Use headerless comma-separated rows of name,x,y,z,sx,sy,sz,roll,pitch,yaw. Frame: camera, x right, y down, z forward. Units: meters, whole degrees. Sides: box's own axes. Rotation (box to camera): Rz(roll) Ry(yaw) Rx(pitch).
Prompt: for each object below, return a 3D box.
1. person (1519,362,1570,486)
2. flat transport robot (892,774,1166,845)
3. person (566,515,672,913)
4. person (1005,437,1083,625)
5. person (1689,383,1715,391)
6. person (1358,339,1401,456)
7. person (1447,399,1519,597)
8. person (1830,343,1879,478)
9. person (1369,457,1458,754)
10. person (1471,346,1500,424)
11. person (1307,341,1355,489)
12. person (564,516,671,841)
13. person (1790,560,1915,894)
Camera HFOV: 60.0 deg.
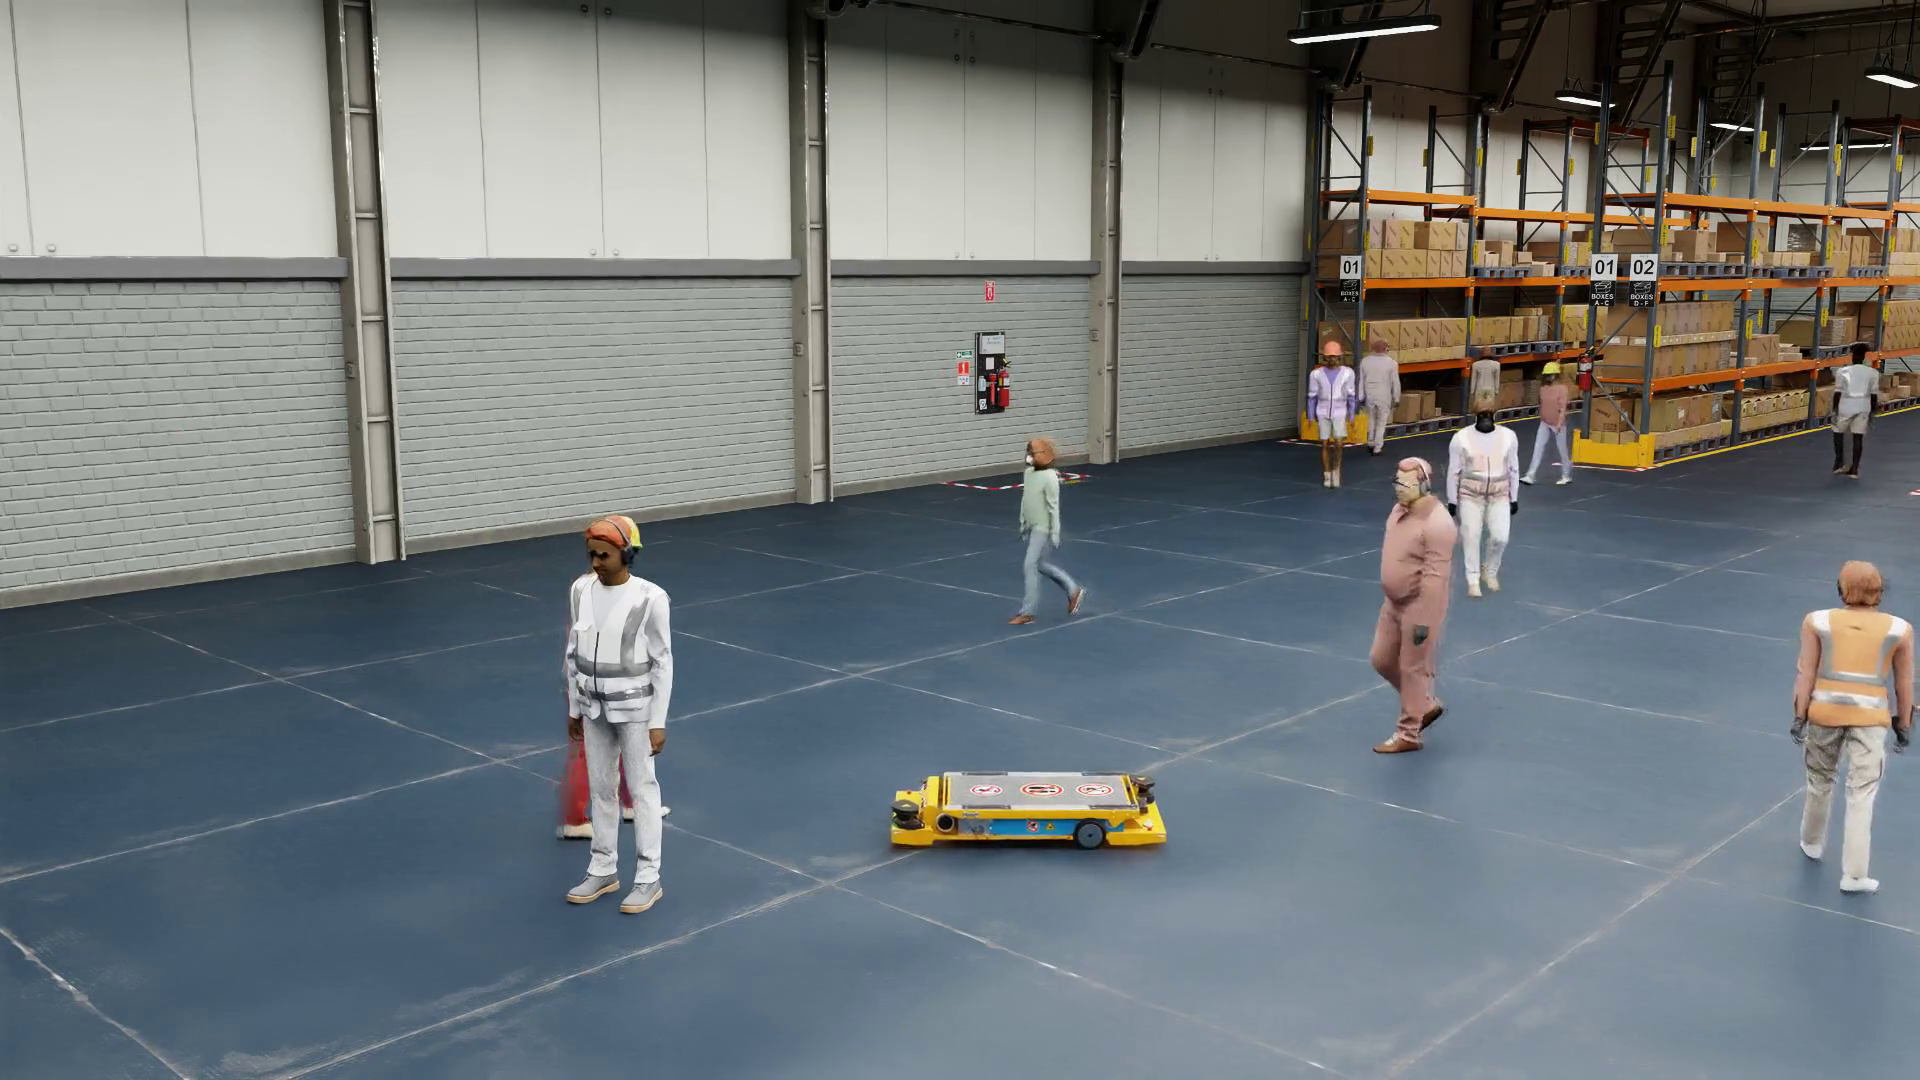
person,8.180,-1.596,23.053,0.905,1.715,0.536,-6,11,-31
flat transport robot,0.360,1.439,8.962,1.431,0.197,0.652,0,9,0
person,-1.624,0.814,7.863,0.572,1.887,0.356,4,10,25
person,0.729,-0.091,14.221,0.737,1.613,0.503,-4,10,-21
person,13.797,-2.985,31.022,0.584,1.882,0.344,9,13,42
person,6.808,-2.298,26.831,0.668,1.883,0.664,7,12,38
person,4.816,-0.385,15.339,0.661,1.830,0.447,1,9,8
person,12.942,-1.887,24.128,0.640,1.940,0.658,2,9,9
person,2.814,0.416,10.300,0.437,1.885,0.658,-2,10,-14
person,9.449,-2.675,29.940,0.501,1.629,0.287,2,10,13
person,5.062,-1.693,22.716,0.649,2.021,0.722,3,10,16
person,-1.788,0.736,8.806,0.737,1.727,0.517,-4,10,-24
person,4.425,0.904,8.249,0.536,1.583,0.728,5,10,26
